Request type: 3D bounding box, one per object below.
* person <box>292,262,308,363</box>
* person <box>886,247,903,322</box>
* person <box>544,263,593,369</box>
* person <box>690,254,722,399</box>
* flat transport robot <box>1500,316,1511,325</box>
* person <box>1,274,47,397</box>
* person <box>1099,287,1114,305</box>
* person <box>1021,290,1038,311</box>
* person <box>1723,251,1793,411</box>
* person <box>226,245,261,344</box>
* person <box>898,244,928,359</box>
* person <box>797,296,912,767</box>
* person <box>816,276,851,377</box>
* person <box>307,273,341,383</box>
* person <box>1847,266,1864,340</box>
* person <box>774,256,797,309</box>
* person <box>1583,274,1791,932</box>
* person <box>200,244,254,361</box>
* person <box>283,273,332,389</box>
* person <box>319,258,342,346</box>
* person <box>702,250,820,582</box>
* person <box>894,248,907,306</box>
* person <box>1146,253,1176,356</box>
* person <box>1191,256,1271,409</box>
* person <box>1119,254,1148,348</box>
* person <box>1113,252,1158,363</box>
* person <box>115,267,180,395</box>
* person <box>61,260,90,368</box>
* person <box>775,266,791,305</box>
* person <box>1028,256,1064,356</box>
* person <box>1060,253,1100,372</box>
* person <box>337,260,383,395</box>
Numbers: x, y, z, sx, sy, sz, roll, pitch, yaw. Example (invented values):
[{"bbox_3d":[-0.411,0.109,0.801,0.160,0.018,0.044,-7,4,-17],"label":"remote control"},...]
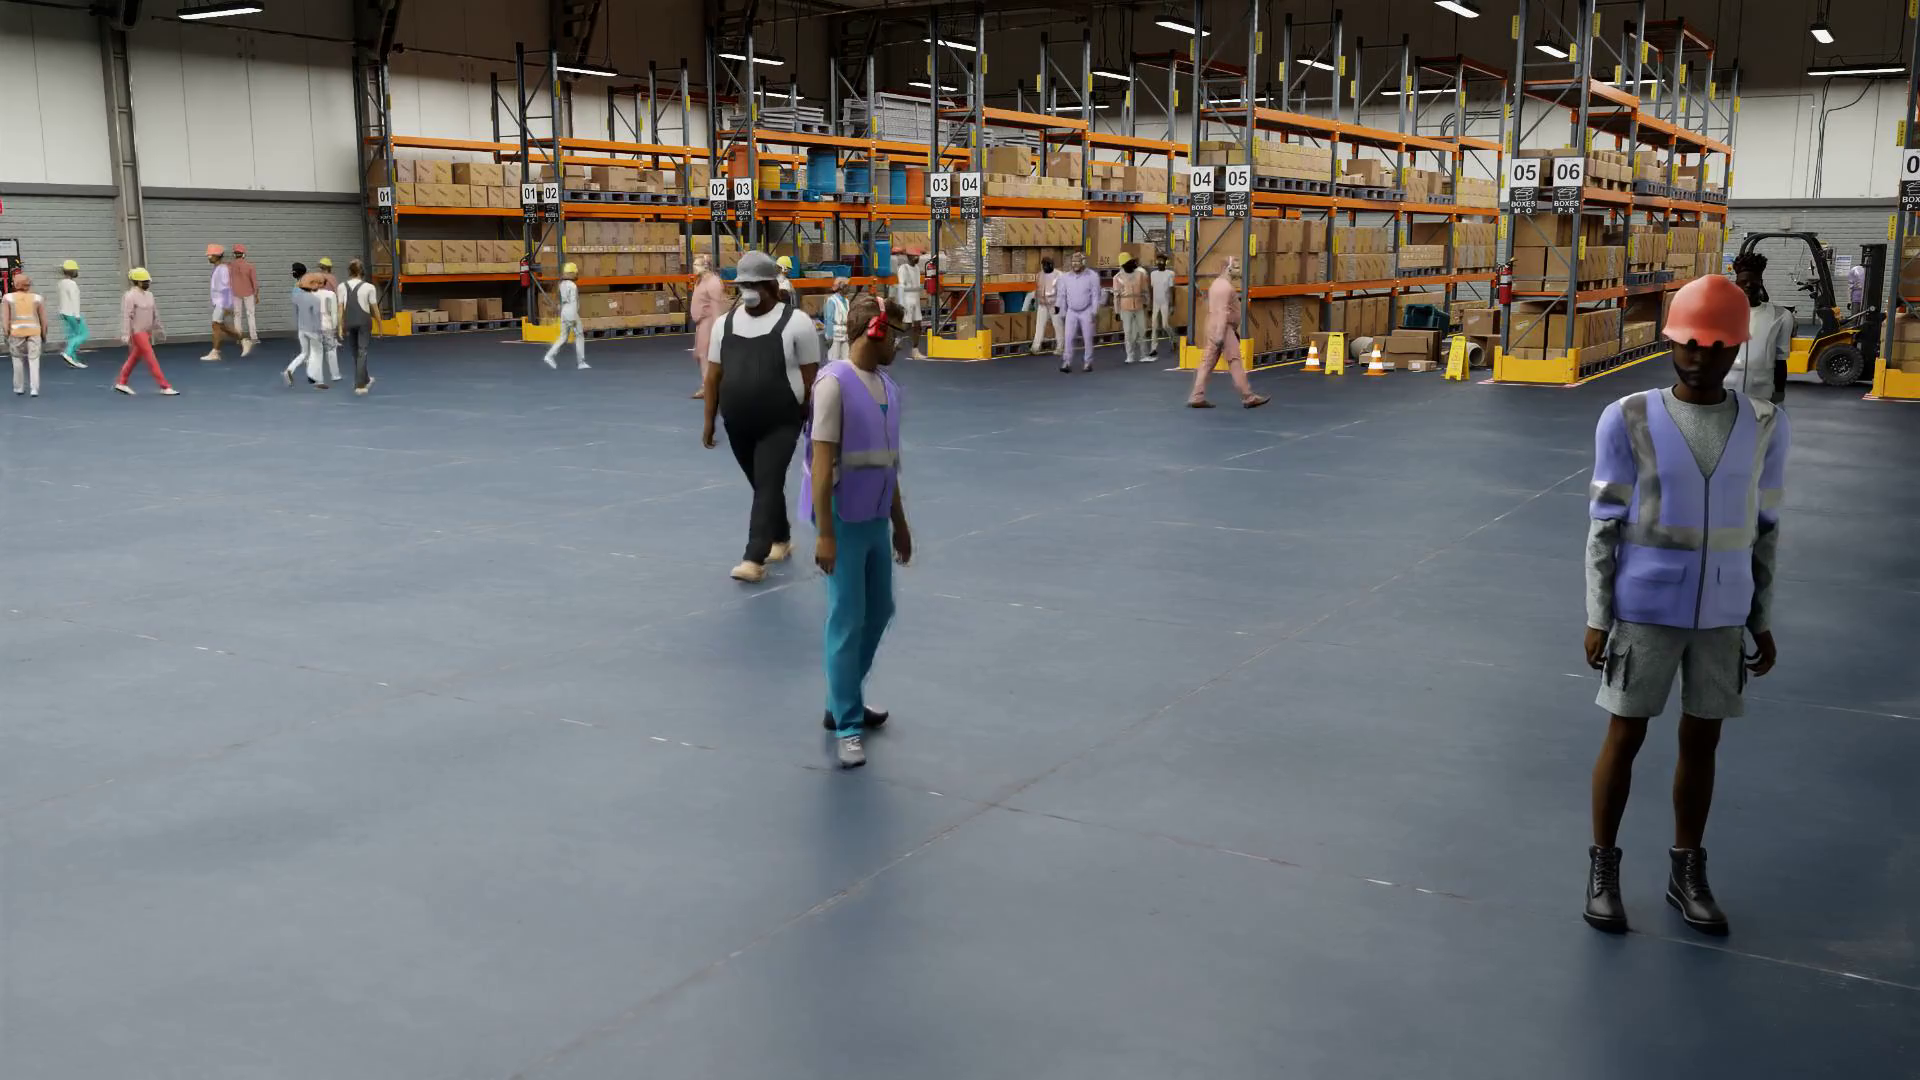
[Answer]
[{"bbox_3d":[-11.168,-3.861,28.275,0.321,1.697,0.535,-2,10,-13],"label":"person"},{"bbox_3d":[-1.658,-6.624,43.095,0.545,1.933,0.376,3,11,17],"label":"person"},{"bbox_3d":[-6.356,-3.605,26.824,0.764,1.726,0.492,-9,14,-43],"label":"person"},{"bbox_3d":[-3.260,-2.788,21.722,0.548,1.888,0.656,-4,11,-21],"label":"person"},{"bbox_3d":[13.551,-5.368,40.713,0.652,0.197,1.431,6,12,29],"label":"flat transport robot"},{"bbox_3d":[-12.444,-2.721,22.127,0.537,1.600,0.781,-8,13,-36],"label":"person"},{"bbox_3d":[3.449,-5.743,38.147,0.635,1.936,0.354,7,12,33],"label":"person"},{"bbox_3d":[1.530,-5.216,35.481,1.010,1.826,0.617,-5,11,-24],"label":"person"},{"bbox_3d":[5.365,-0.990,11.443,0.608,1.965,0.365,3,11,16],"label":"person"},{"bbox_3d":[-14.453,-4.947,33.528,0.611,1.994,0.379,-2,10,-9],"label":"person"},{"bbox_3d":[-0.939,-4.160,29.080,0.751,2.018,0.637,6,12,31],"label":"person"},{"bbox_3d":[-0.428,-0.046,6.597,0.382,1.813,0.683,5,11,24],"label":"person"},{"bbox_3d":[-1.618,-2.555,21.185,0.618,1.608,0.542,5,11,25],"label":"person"},{"bbox_3d":[-9.333,-3.094,24.250,0.526,1.603,0.837,0,10,1],"label":"person"},{"bbox_3d":[17.131,-4.546,31.510,0.589,1.922,0.389,2,10,12],"label":"person"},{"bbox_3d":[-2.724,-3.469,25.728,0.403,1.823,0.586,-6,12,-30],"label":"person"},{"bbox_3d":[2.110,0.203,4.847,0.550,1.933,0.374,1,10,5],"label":"person"},{"bbox_3d":[-12.769,-4.120,28.841,0.885,2.019,0.624,-7,12,-35],"label":"person"},{"bbox_3d":[-9.020,-2.865,22.933,0.505,1.617,0.588,5,11,27],"label":"person"},{"bbox_3d":[-12.398,-4.641,32.506,0.529,1.747,0.717,6,12,28],"label":"person"},{"bbox_3d":[-1.233,-0.808,10.213,0.690,2.000,1.043,4,11,19],"label":"person"},{"bbox_3d":[-1.402,-5.982,39.568,0.628,1.916,0.884,7,13,36],"label":"person"},{"bbox_3d":[3.631,-4.254,30.030,0.552,1.856,0.647,8,13,37],"label":"person"},{"bbox_3d":[3.302,-2.527,20.343,0.980,1.853,0.661,-1,10,-4],"label":"person"},{"bbox_3d":[3.367,-4.657,32.381,0.633,1.825,0.601,6,12,32],"label":"person"},{"bbox_3d":[2.978,-3.919,28.123,0.789,1.869,0.384,-2,10,-10],"label":"person"},{"bbox_3d":[-10.902,-2.769,22.132,0.937,1.707,0.599,1,10,6],"label":"person"},{"bbox_3d":[-14.318,-3.642,26.871,0.374,1.752,0.551,-10,14,-44],"label":"person"},{"bbox_3d":[-2.366,-2.529,20.556,0.953,1.792,0.646,-7,12,-35],"label":"person"},{"bbox_3d":[1.598,-4.200,29.929,0.637,1.780,0.996,6,12,31],"label":"person"},{"bbox_3d":[1.854,-3.545,26.033,0.669,1.871,0.888,4,11,21],"label":"person"},{"bbox_3d":[-8.089,-2.882,22.524,0.524,1.790,0.936,1,10,5],"label":"person"}]
